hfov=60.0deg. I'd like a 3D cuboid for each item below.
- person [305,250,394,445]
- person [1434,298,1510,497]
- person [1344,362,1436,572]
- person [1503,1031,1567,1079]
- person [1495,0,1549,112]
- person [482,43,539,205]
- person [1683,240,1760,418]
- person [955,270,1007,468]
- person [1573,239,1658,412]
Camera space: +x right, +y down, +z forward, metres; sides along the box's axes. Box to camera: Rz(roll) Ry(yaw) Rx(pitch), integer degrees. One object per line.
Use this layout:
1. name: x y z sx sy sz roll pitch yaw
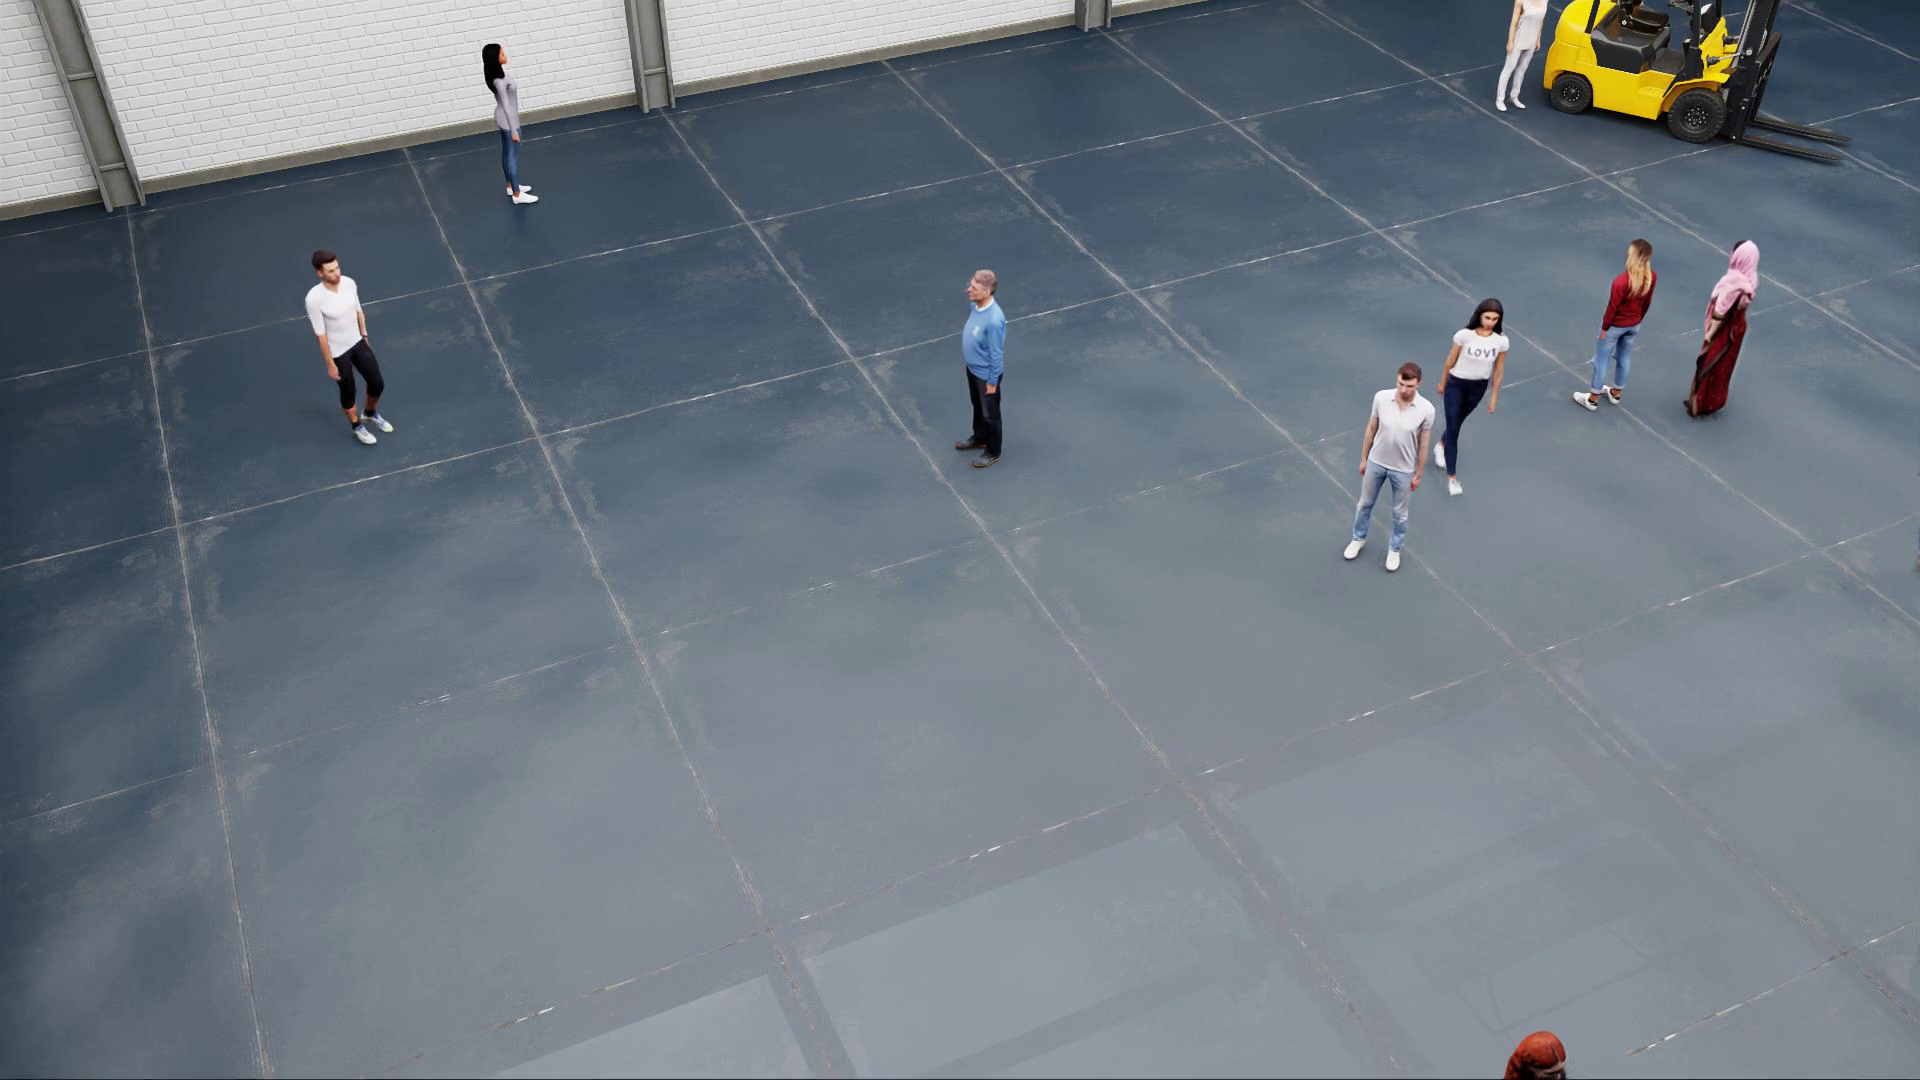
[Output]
1. person: -5.296 -1.655 14.144 0.851 1.840 0.736 25 45 28
2. person: 4.167 -1.291 13.772 1.104 1.735 0.972 2 39 3
3. person: 3.332 -0.594 12.808 0.723 1.849 0.752 18 42 21
4. person: 2.749 3.040 8.314 0.472 1.779 0.665 -21 43 -25
5. person: 6.645 -5.914 19.613 0.519 1.670 0.683 -11 40 -13
6. person: -4.837 -4.448 17.725 0.510 1.736 0.604 -15 41 -18
7. person: 6.721 -1.865 14.576 0.848 1.629 0.713 30 48 32
8. person: 0.207 -1.464 13.921 0.547 1.820 0.641 -16 41 -19
9. person: 5.808 -1.891 14.606 0.453 1.632 0.660 -14 41 -17
